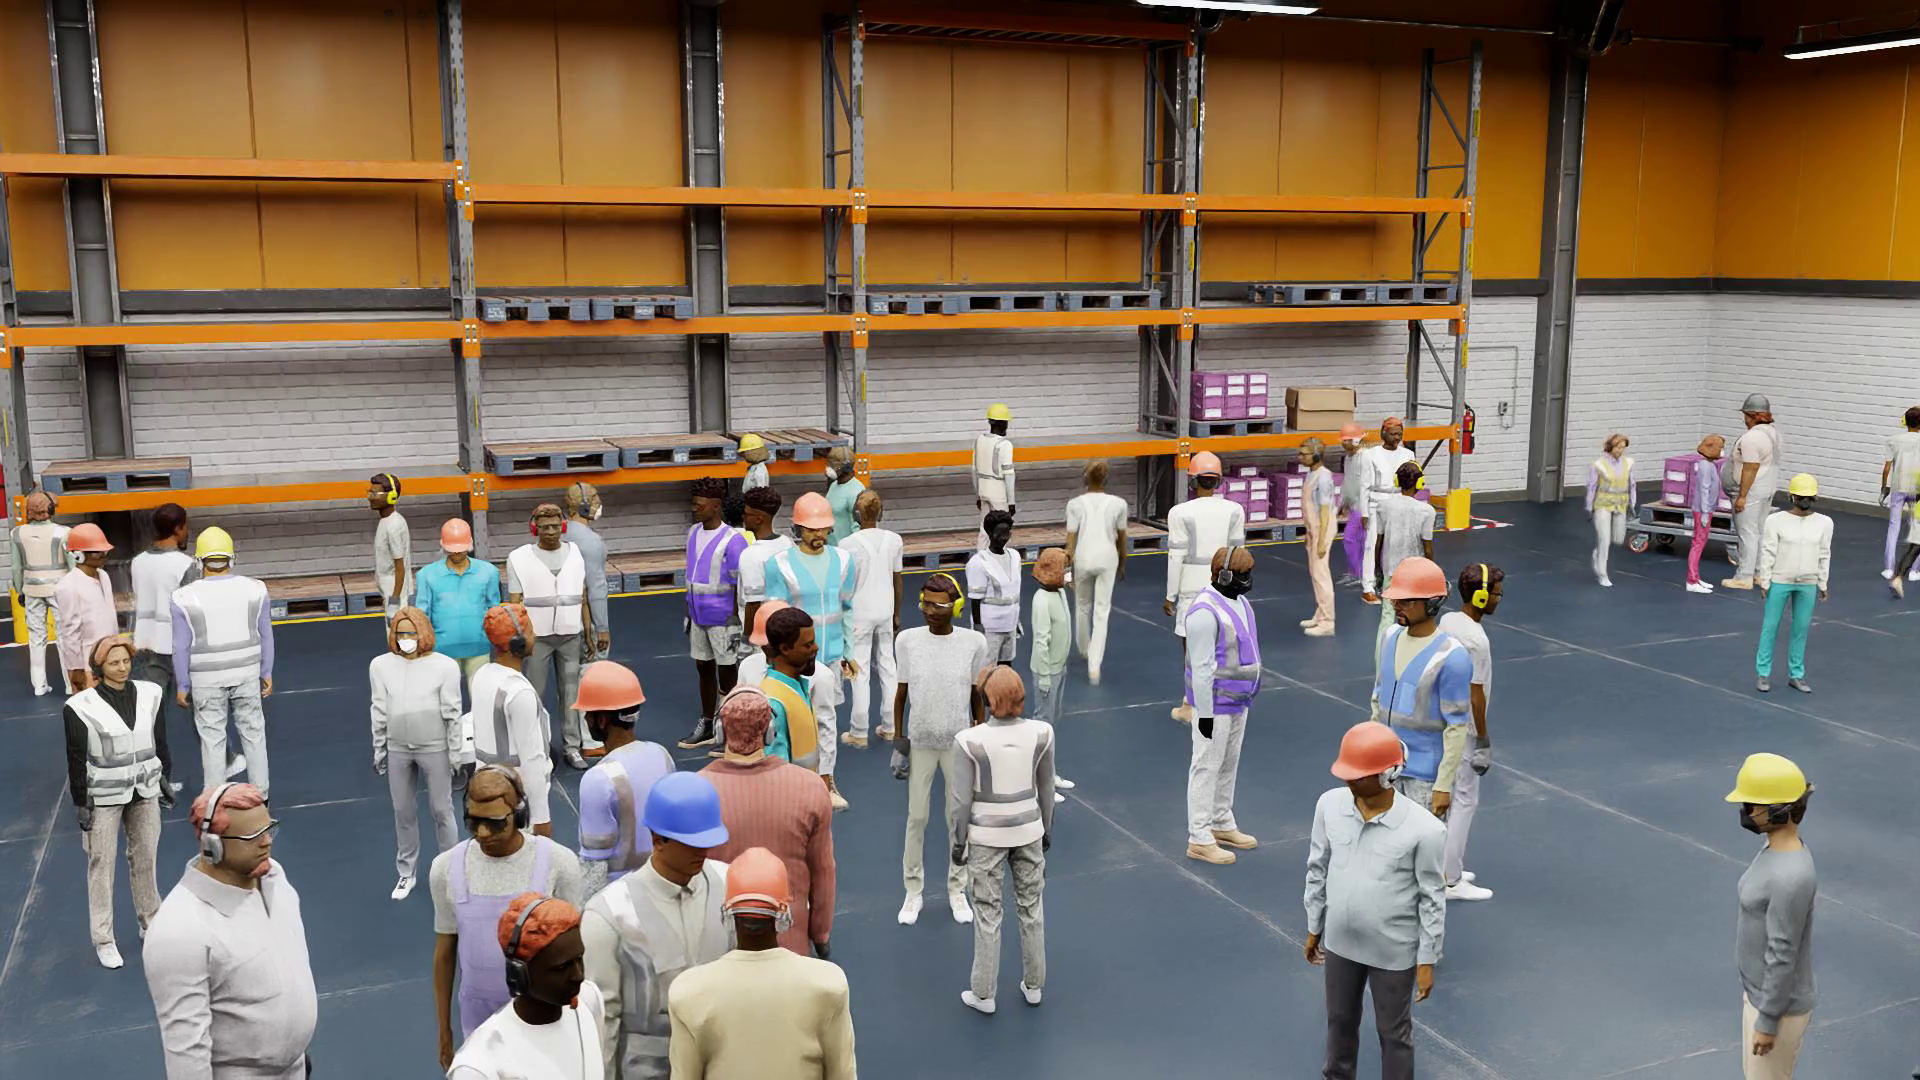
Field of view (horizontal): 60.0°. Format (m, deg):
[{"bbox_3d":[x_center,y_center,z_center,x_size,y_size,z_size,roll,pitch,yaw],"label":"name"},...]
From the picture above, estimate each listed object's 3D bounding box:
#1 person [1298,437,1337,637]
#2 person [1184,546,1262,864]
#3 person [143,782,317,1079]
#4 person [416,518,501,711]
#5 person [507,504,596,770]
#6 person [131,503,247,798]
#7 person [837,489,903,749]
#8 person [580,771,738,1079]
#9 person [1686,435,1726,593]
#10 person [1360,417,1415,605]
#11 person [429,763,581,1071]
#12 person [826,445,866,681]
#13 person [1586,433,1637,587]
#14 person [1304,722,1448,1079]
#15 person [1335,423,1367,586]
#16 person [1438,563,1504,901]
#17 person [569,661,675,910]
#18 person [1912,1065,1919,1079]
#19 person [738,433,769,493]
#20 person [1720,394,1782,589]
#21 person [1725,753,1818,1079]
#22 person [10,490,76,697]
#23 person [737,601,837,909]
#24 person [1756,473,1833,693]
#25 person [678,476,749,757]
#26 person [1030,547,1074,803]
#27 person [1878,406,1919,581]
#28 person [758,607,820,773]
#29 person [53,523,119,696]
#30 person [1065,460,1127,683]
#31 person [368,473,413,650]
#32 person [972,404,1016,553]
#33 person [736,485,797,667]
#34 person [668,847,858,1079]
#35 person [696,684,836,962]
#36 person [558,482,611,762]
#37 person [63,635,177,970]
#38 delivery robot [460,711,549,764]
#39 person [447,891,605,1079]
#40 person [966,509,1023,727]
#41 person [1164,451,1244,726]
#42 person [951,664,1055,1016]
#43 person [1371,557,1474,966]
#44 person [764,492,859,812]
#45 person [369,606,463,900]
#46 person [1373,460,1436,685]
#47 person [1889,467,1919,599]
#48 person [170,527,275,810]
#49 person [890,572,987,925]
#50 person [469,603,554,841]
[{"bbox_3d":[3.279,-0.038,15.268,0.404,1.827,0.501,0,10,0],"label":"person"},{"bbox_3d":[1.524,0.938,9.620,0.429,1.837,0.624,6,12,31],"label":"person"},{"bbox_3d":[-2.199,1.671,5.170,0.405,1.906,0.653,1,10,4],"label":"person"},{"bbox_3d":[-3.348,0.710,11.171,0.572,1.741,0.338,-4,11,-23],"label":"person"},{"bbox_3d":[-2.748,0.657,11.190,0.571,1.843,0.373,-6,11,-30],"label":"person"},{"bbox_3d":[-5.055,0.692,10.858,0.611,1.880,0.933,4,11,23],"label":"person"},{"bbox_3d":[-0.643,0.558,11.764,0.506,1.846,0.345,-6,12,-31],"label":"person"},{"bbox_3d":[-0.885,1.652,5.199,0.608,1.939,0.418,-9,13,-41],"label":"person"},{"bbox_3d":[7.708,-0.278,17.190,0.271,1.631,0.507,5,11,26],"label":"person"},{"bbox_3d":[4.245,-0.287,16.556,0.568,1.878,0.351,-2,10,-9],"label":"person"},{"bbox_3d":[-1.515,1.629,5.635,0.519,1.836,0.343,0,10,-2],"label":"person"},{"bbox_3d":[-0.950,0.179,13.674,0.372,1.940,0.632,-5,11,-25],"label":"person"},{"bbox_3d":[6.860,-0.346,17.625,0.516,1.615,0.621,-1,10,-7],"label":"person"},{"bbox_3d":[1.564,1.539,6.395,0.572,1.742,0.346,9,13,42],"label":"person"},{"bbox_3d":[4.140,-0.367,17.440,0.609,1.721,0.605,-1,10,-8],"label":"person"},{"bbox_3d":[2.732,1.034,9.005,0.332,1.857,0.528,-1,10,-7],"label":"person"},{"bbox_3d":[-1.341,1.424,6.547,0.379,1.929,0.537,3,10,19],"label":"person"},{"bbox_3d":[4.482,1.443,7.056,0.928,1.707,0.527,-7,12,-35],"label":"person"},{"bbox_3d":[-2.013,-0.183,16.341,0.304,1.740,0.485,-2,10,-14],"label":"person"},{"bbox_3d":[8.234,-0.516,17.388,0.688,2.000,0.536,-9,13,-42],"label":"person"},{"bbox_3d":[2.856,1.618,5.920,0.342,1.756,0.532,4,11,21],"label":"person"},{"bbox_3d":[-7.172,0.428,13.098,0.525,1.640,0.307,0,10,-3],"label":"person"},{"bbox_3d":[-0.920,1.161,8.579,0.573,1.739,0.348,4,11,21],"label":"person"},{"bbox_3d":[6.636,0.344,13.220,0.526,1.769,0.328,1,10,8],"label":"person"},{"bbox_3d":[-1.726,0.524,11.607,0.602,1.966,0.368,9,13,41],"label":"person"},{"bbox_3d":[0.591,0.850,10.688,0.269,1.632,0.509,3,10,17],"label":"person"},{"bbox_3d":[10.137,-0.501,17.796,0.533,1.868,0.310,6,12,31],"label":"person"},{"bbox_3d":[-0.804,1.246,7.588,0.393,1.920,0.587,0,10,0],"label":"person"},{"bbox_3d":[-5.656,0.755,10.885,0.339,1.752,0.564,0,10,-3],"label":"person"},{"bbox_3d":[1.127,0.226,13.809,0.504,1.789,0.970,1,10,6],"label":"person"},{"bbox_3d":[-4.257,0.428,12.428,0.323,1.875,0.530,-4,11,-23],"label":"person"},{"bbox_3d":[0.382,-0.470,17.451,0.373,1.923,0.595,-8,13,-38],"label":"person"},{"bbox_3d":[-1.304,0.608,11.125,0.367,1.966,0.607,4,11,21],"label":"person"},{"bbox_3d":[-0.586,1.778,5.020,0.560,1.742,0.338,-1,10,-5],"label":"person"},{"bbox_3d":[-0.791,1.479,6.278,0.641,1.908,0.407,-2,10,-14],"label":"person"},{"bbox_3d":[-2.595,0.558,11.490,0.367,1.939,0.634,-8,13,-39],"label":"person"},{"bbox_3d":[-4.148,1.271,8.241,0.309,1.641,0.513,6,12,32],"label":"person"},{"bbox_3d":[-3.110,1.280,11.047,0.707,0.478,0.477,-6,11,-30],"label":"delivery robot"},{"bbox_3d":[-1.084,1.824,4.352,0.337,1.882,0.584,3,10,19],"label":"person"},{"bbox_3d":[0.259,0.618,11.845,0.316,1.697,0.540,8,13,39],"label":"person"},{"bbox_3d":[1.794,0.357,12.350,0.615,2.041,0.387,-3,10,-17],"label":"person"},{"bbox_3d":[0.203,1.374,7.649,0.510,1.641,0.308,-4,11,-20],"label":"person"},{"bbox_3d":[2.200,1.089,8.132,0.371,2.044,0.608,-5,11,-25],"label":"person"},{"bbox_3d":[-0.899,0.712,10.305,0.612,2.041,0.394,-6,12,-31],"label":"person"},{"bbox_3d":[-2.927,1.149,8.998,0.493,1.625,0.280,1,10,4],"label":"person"},{"bbox_3d":[3.528,0.296,13.236,0.509,1.862,0.328,7,12,37],"label":"person"},{"bbox_3d":[9.780,-0.212,16.750,0.857,1.658,0.530,-6,11,-29],"label":"person"},{"bbox_3d":[-4.533,0.827,10.246,0.594,1.832,0.404,-8,13,-38],"label":"person"},{"bbox_3d":[-0.103,1.083,8.676,0.521,1.868,0.327,0,10,-1],"label":"person"},{"bbox_3d":[-2.078,1.224,7.812,0.349,1.884,0.584,-8,13,-39],"label":"person"}]
